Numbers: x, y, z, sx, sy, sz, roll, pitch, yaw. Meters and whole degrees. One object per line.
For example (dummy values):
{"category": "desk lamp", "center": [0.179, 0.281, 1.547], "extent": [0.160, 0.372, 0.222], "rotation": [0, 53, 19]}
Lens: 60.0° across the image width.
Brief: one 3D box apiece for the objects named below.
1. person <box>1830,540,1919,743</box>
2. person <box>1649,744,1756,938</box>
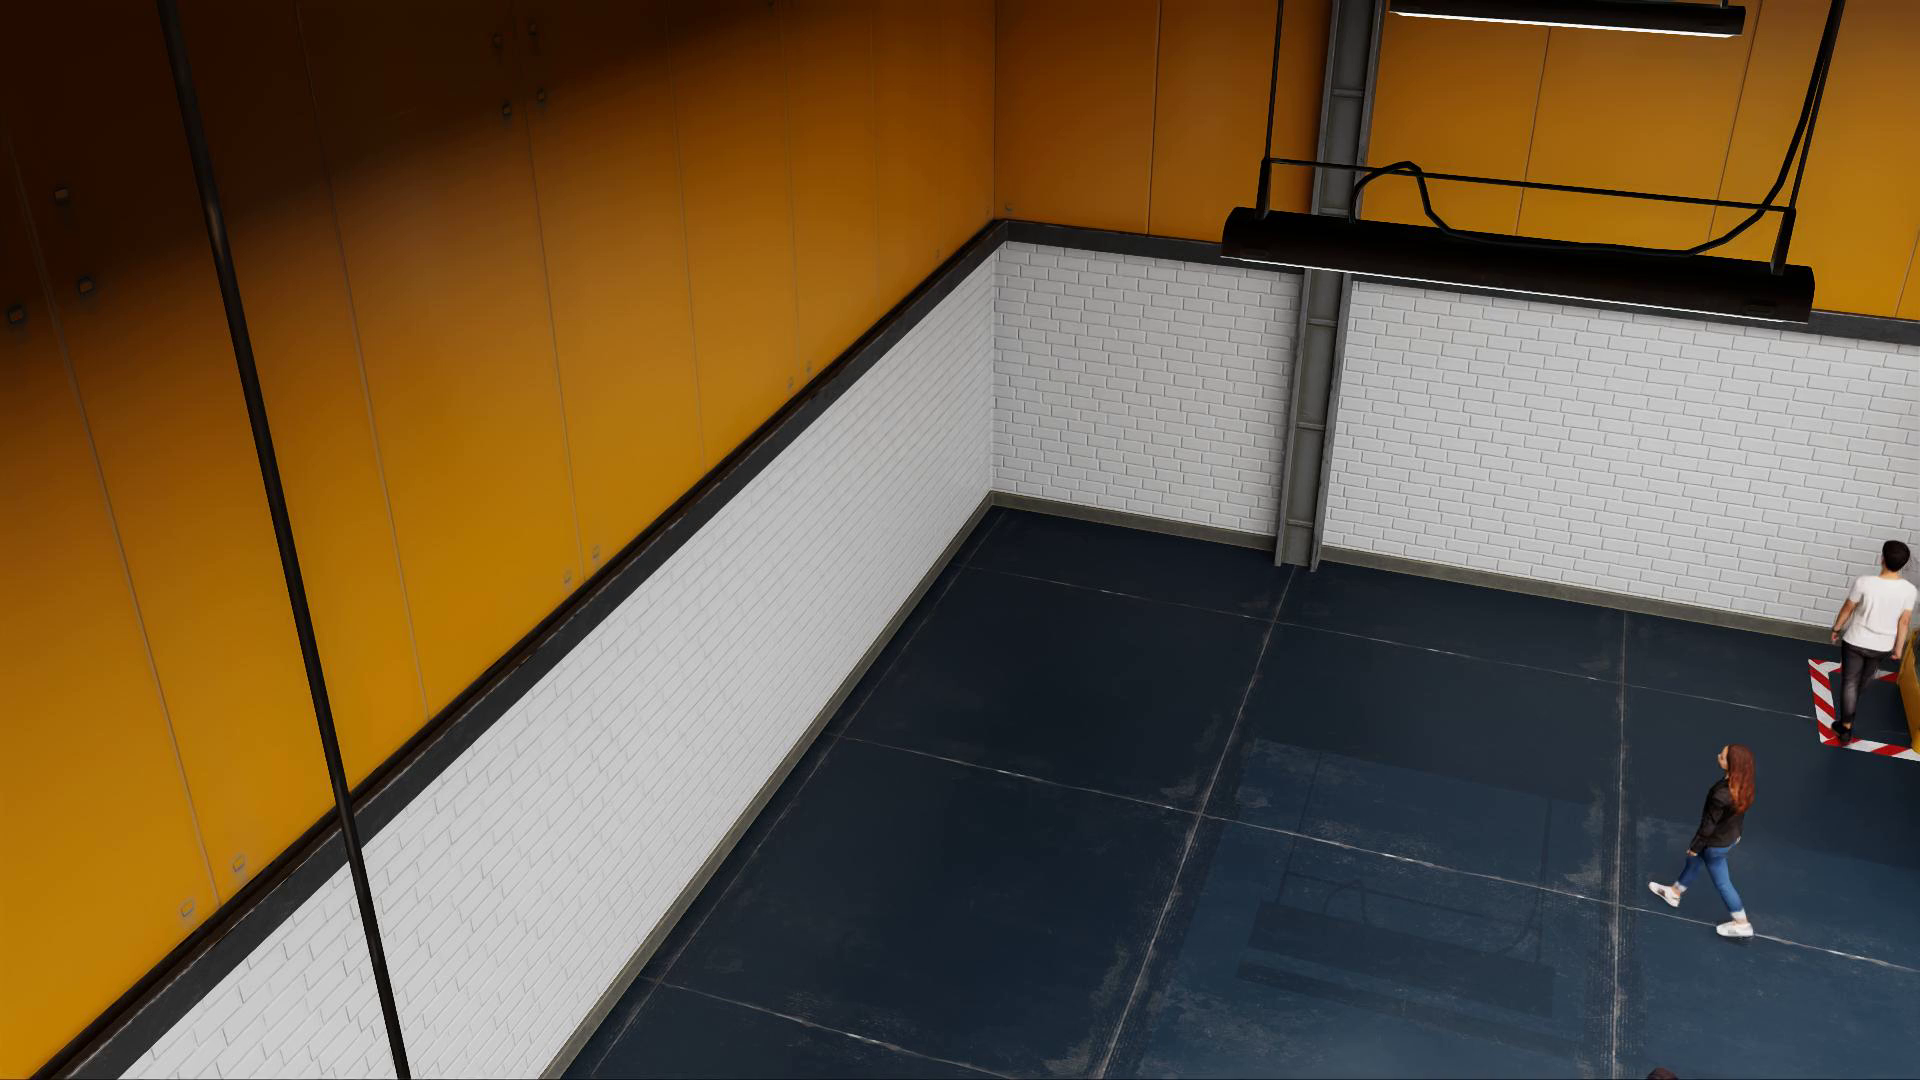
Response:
{"category": "person", "center": [7.233, 0.822, 13.237], "extent": [0.968, 1.684, 0.777], "rotation": [7, 29, 12]}
{"category": "person", "center": [5.200, 2.047, 11.239], "extent": [1.055, 1.448, 0.823], "rotation": [23, 36, 36]}
